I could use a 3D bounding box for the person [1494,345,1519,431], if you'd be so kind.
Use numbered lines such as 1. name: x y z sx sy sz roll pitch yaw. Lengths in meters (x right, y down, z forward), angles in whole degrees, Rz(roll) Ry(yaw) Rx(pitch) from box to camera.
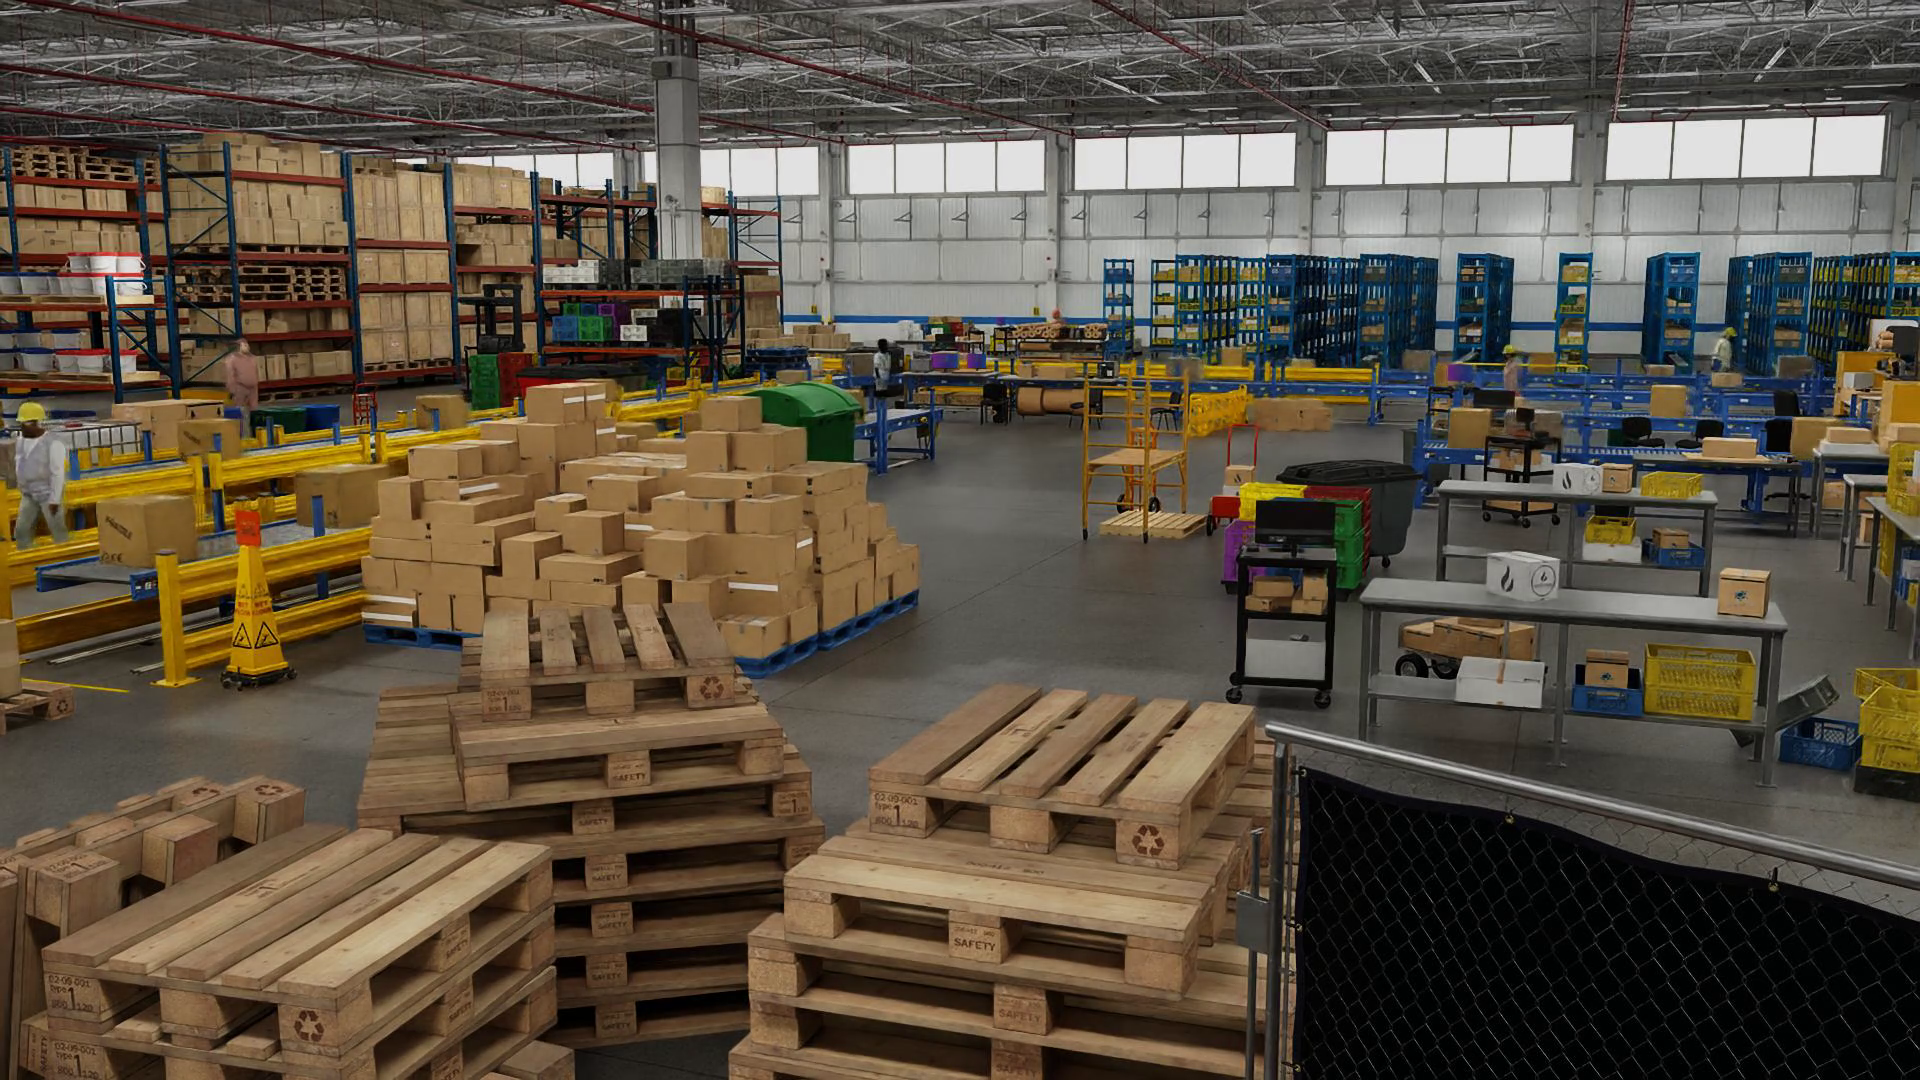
1. person: 10.037 -2.723 30.710 0.711 1.740 0.547 -1 9 -4

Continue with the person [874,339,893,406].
1. person: -1.617 -3.468 35.652 0.329 1.676 0.659 5 11 31

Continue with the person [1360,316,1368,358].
1. person: 14.806 -7.580 60.964 0.430 1.830 0.580 7 11 36

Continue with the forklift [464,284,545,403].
1. forklift: -10.832 -4.702 39.610 1.129 2.768 1.873 3 10 20

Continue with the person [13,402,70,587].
1. person: -8.965 -0.417 16.052 0.627 1.804 0.759 3 10 20

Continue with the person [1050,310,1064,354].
1. person: 3.147 -6.394 53.200 0.396 1.944 0.718 5 10 30

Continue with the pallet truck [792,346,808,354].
1. pallet truck: -3.705 -4.298 42.022 0.653 1.274 1.630 3 10 20

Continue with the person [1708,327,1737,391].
1. person: 18.309 -4.203 39.897 0.779 1.784 0.613 2 9 13

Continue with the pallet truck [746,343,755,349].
1. pallet truck: -6.183 -4.618 44.264 1.601 1.201 0.680 -9 12 -43

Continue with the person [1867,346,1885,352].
1. person: 21.162 -4.038 38.477 0.408 1.913 0.642 4 10 25

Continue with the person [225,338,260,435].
1. person: -13.309 -2.808 30.852 0.736 1.887 0.650 6 11 32
